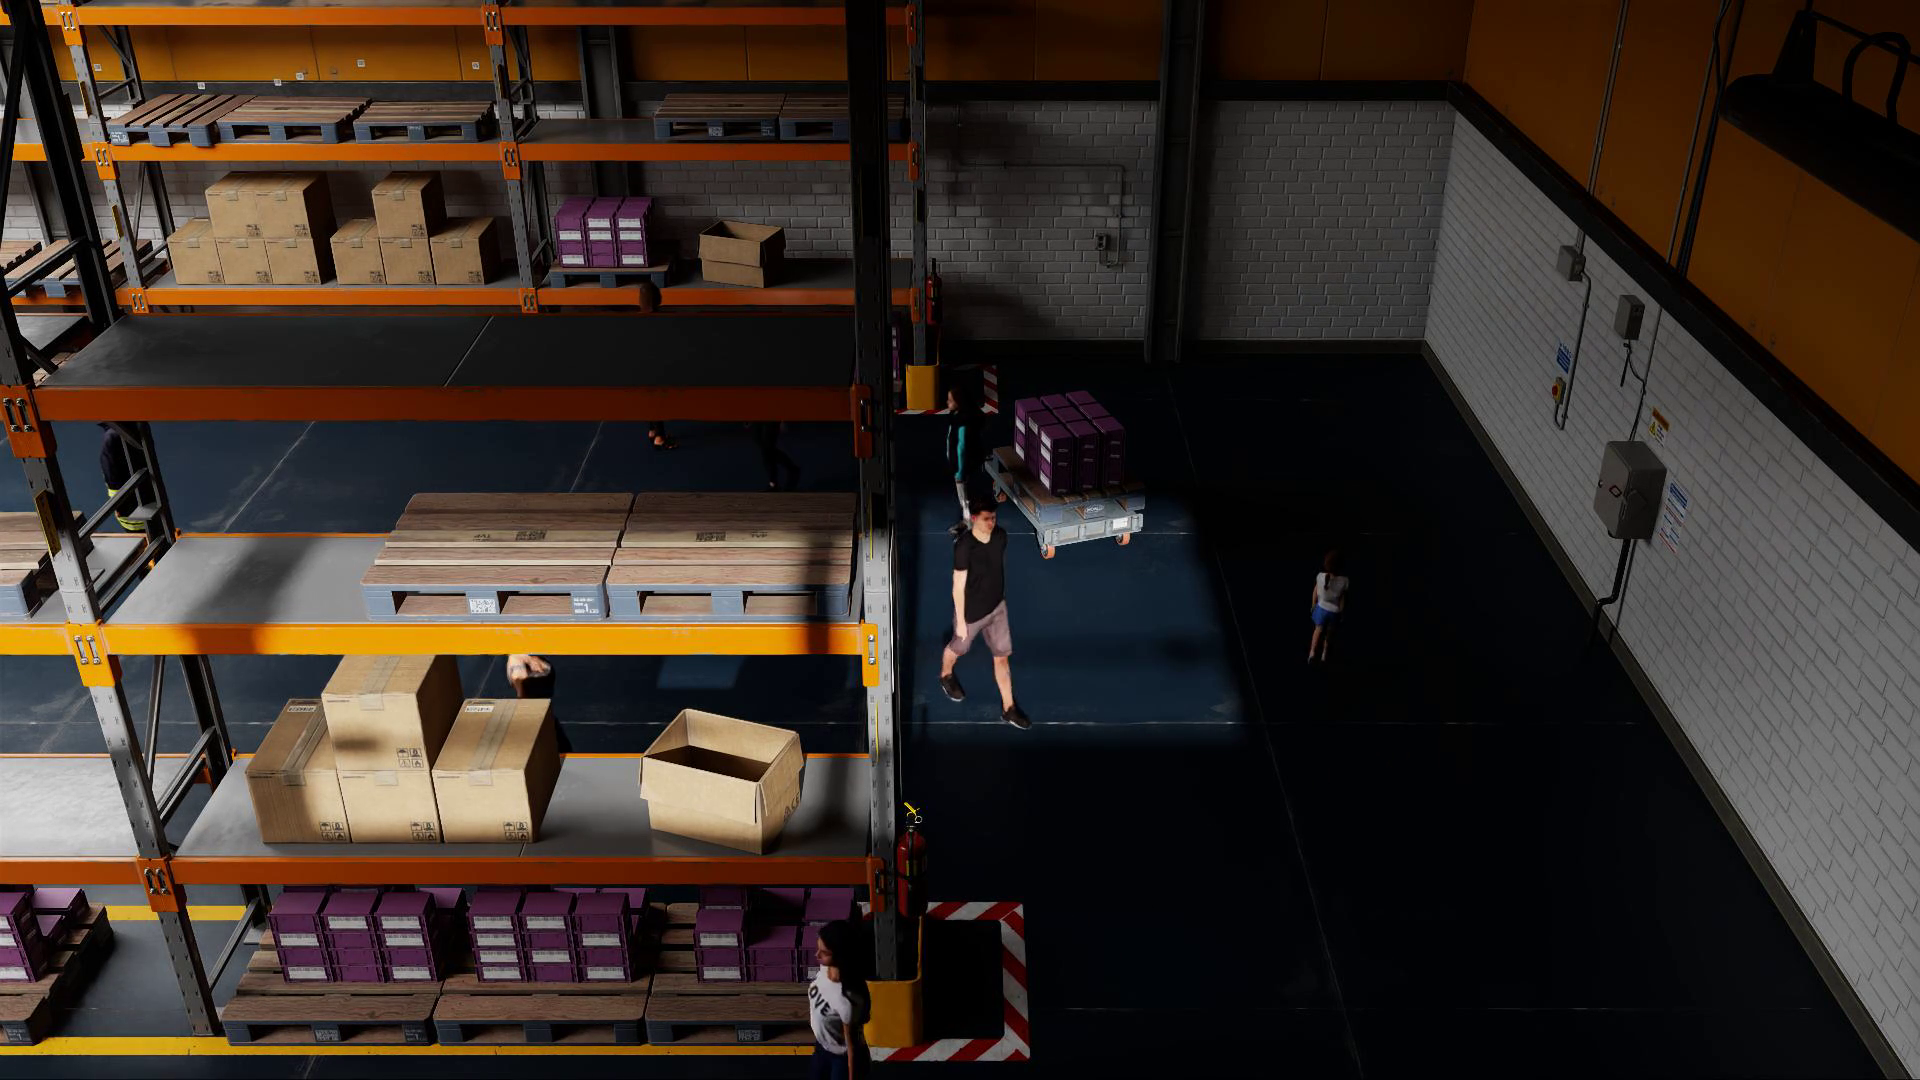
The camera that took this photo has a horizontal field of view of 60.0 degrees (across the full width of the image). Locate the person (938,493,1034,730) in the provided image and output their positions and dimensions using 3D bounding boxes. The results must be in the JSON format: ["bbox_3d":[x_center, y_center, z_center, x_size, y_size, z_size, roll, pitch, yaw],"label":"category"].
[{"bbox_3d":[0.085,0.465,12.262,1.247,1.815,1.236,-21,35,-33],"label":"person"}]

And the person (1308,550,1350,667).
[{"bbox_3d":[2.863,0.542,12.961,0.627,1.011,0.628,14,32,24],"label":"person"}]

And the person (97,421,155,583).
[{"bbox_3d":[-6.846,-0.421,13.843,0.686,1.857,0.742,2,29,3],"label":"person"}]

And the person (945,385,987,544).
[{"bbox_3d":[0.036,-0.680,14.697,0.600,1.495,0.591,-4,29,-7],"label":"person"}]

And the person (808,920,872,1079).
[{"bbox_3d":[-0.516,2.589,8.423,0.829,1.764,0.747,-11,30,-19],"label":"person"}]

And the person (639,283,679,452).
[{"bbox_3d":[-2.999,-1.709,16.367,0.689,1.702,0.690,-13,31,-22],"label":"person"}]
